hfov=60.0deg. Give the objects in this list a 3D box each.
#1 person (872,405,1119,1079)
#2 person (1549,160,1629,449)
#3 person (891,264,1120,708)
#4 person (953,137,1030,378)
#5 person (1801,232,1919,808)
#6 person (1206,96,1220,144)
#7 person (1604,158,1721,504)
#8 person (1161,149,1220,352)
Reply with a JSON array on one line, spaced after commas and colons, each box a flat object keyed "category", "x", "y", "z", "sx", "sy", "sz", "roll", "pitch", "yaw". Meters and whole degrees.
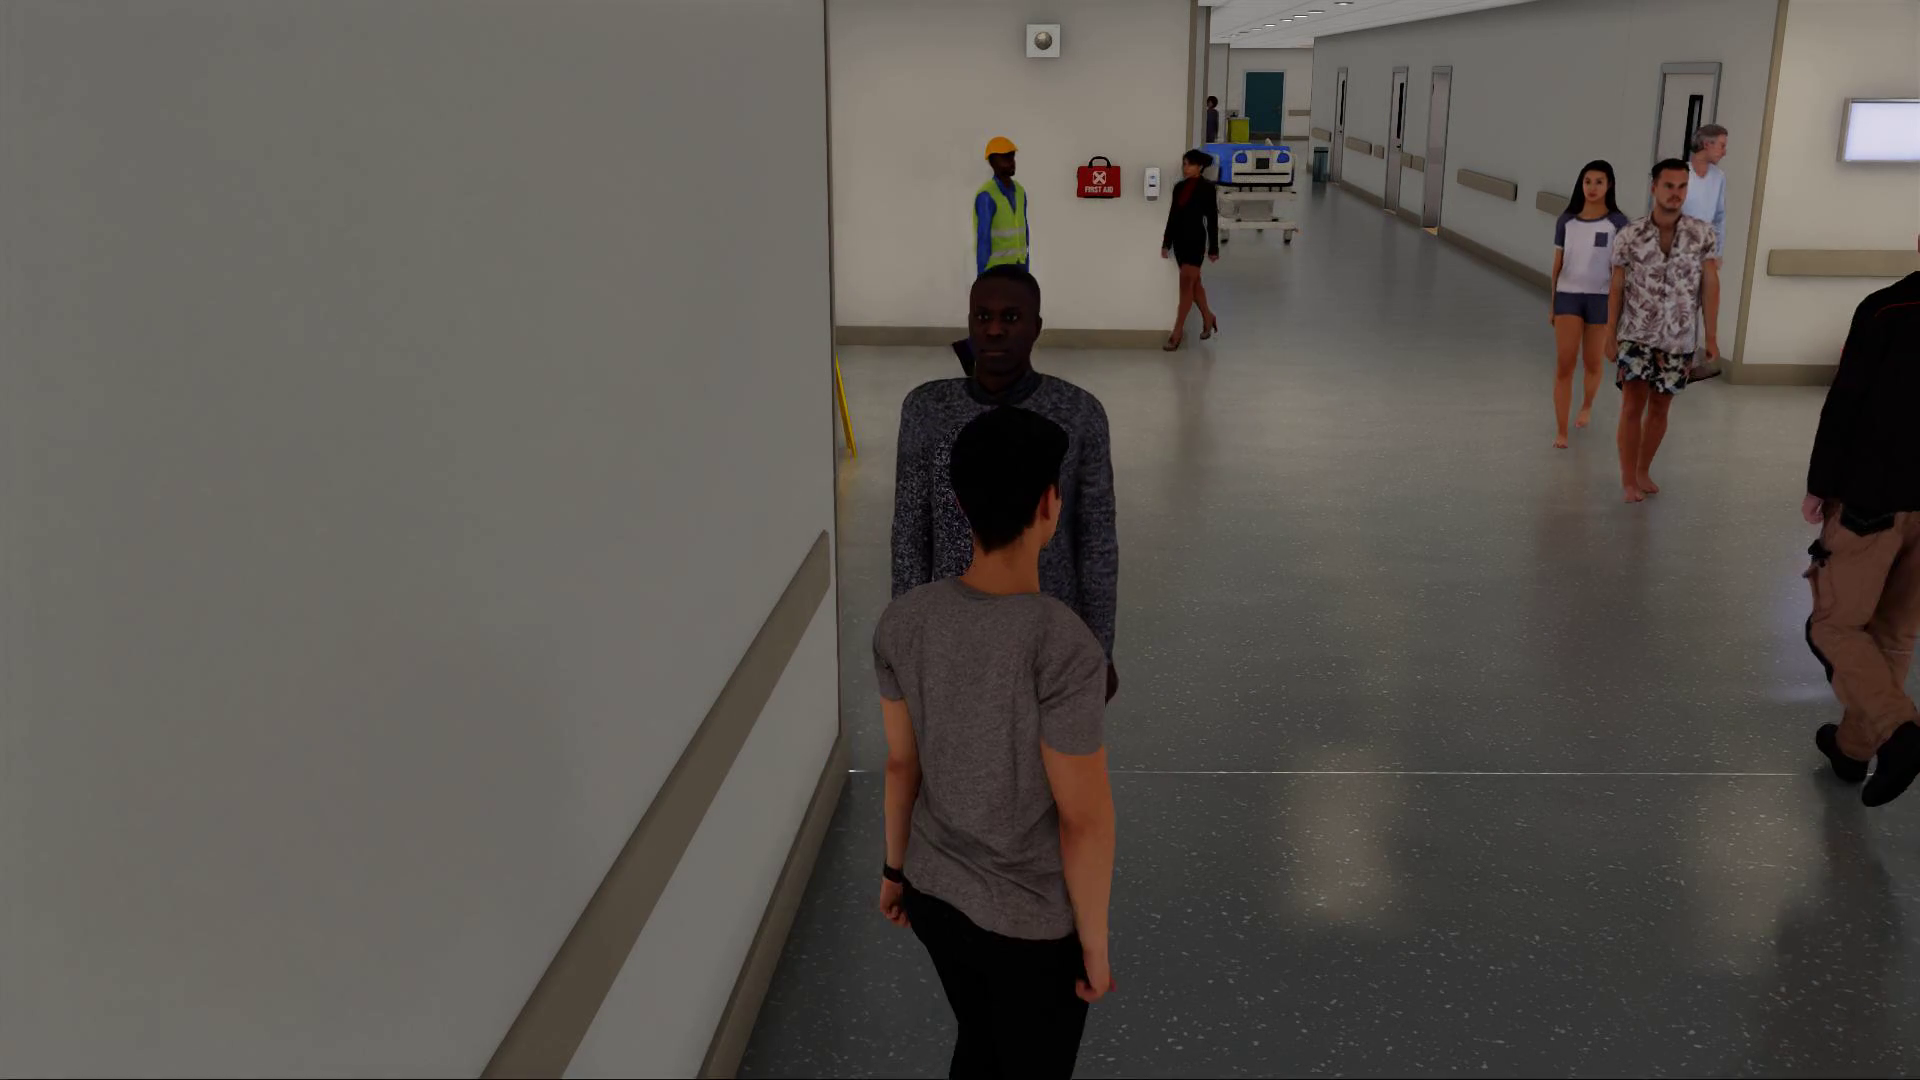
[{"category": "person", "x": 0.013, "y": 0.643, "z": 2.854, "sx": 0.989, "sy": 1.692, "sz": 1.007, "roll": 13, "pitch": 20, "yaw": 38}, {"category": "person", "x": 3.852, "y": -1.434, "z": 10.216, "sx": 1.130, "sy": 1.696, "sz": 0.916, "roll": 7, "pitch": 17, "yaw": 24}, {"category": "person", "x": 0.127, "y": 0.238, "z": 4.052, "sx": 0.753, "sy": 1.822, "sz": 0.746, "roll": 1, "pitch": 16, "yaw": 4}, {"category": "person", "x": 0.245, "y": -1.897, "z": 11.666, "sx": 1.099, "sy": 1.799, "sz": 0.938, "roll": 11, "pitch": 19, "yaw": 34}, {"category": "person", "x": 2.867, "y": -0.087, "z": 5.047, "sx": 0.966, "sy": 1.908, "sz": 0.772, "roll": 1, "pitch": 16, "yaw": 3}, {"category": "person", "x": 5.607, "y": -9.105, "z": 37.440, "sx": 1.047, "sy": 1.688, "sz": 0.873, "roll": 7, "pitch": 17, "yaw": 23}, {"category": "person", "x": 3.722, "y": -1.118, "z": 8.924, "sx": 0.921, "sy": 1.787, "sz": 0.791, "roll": 2, "pitch": 16, "yaw": 7}, {"category": "person", "x": 1.940, "y": -2.365, "z": 13.703, "sx": 1.034, "sy": 1.596, "sz": 0.991, "roll": -14, "pitch": 21, "yaw": -40}]
